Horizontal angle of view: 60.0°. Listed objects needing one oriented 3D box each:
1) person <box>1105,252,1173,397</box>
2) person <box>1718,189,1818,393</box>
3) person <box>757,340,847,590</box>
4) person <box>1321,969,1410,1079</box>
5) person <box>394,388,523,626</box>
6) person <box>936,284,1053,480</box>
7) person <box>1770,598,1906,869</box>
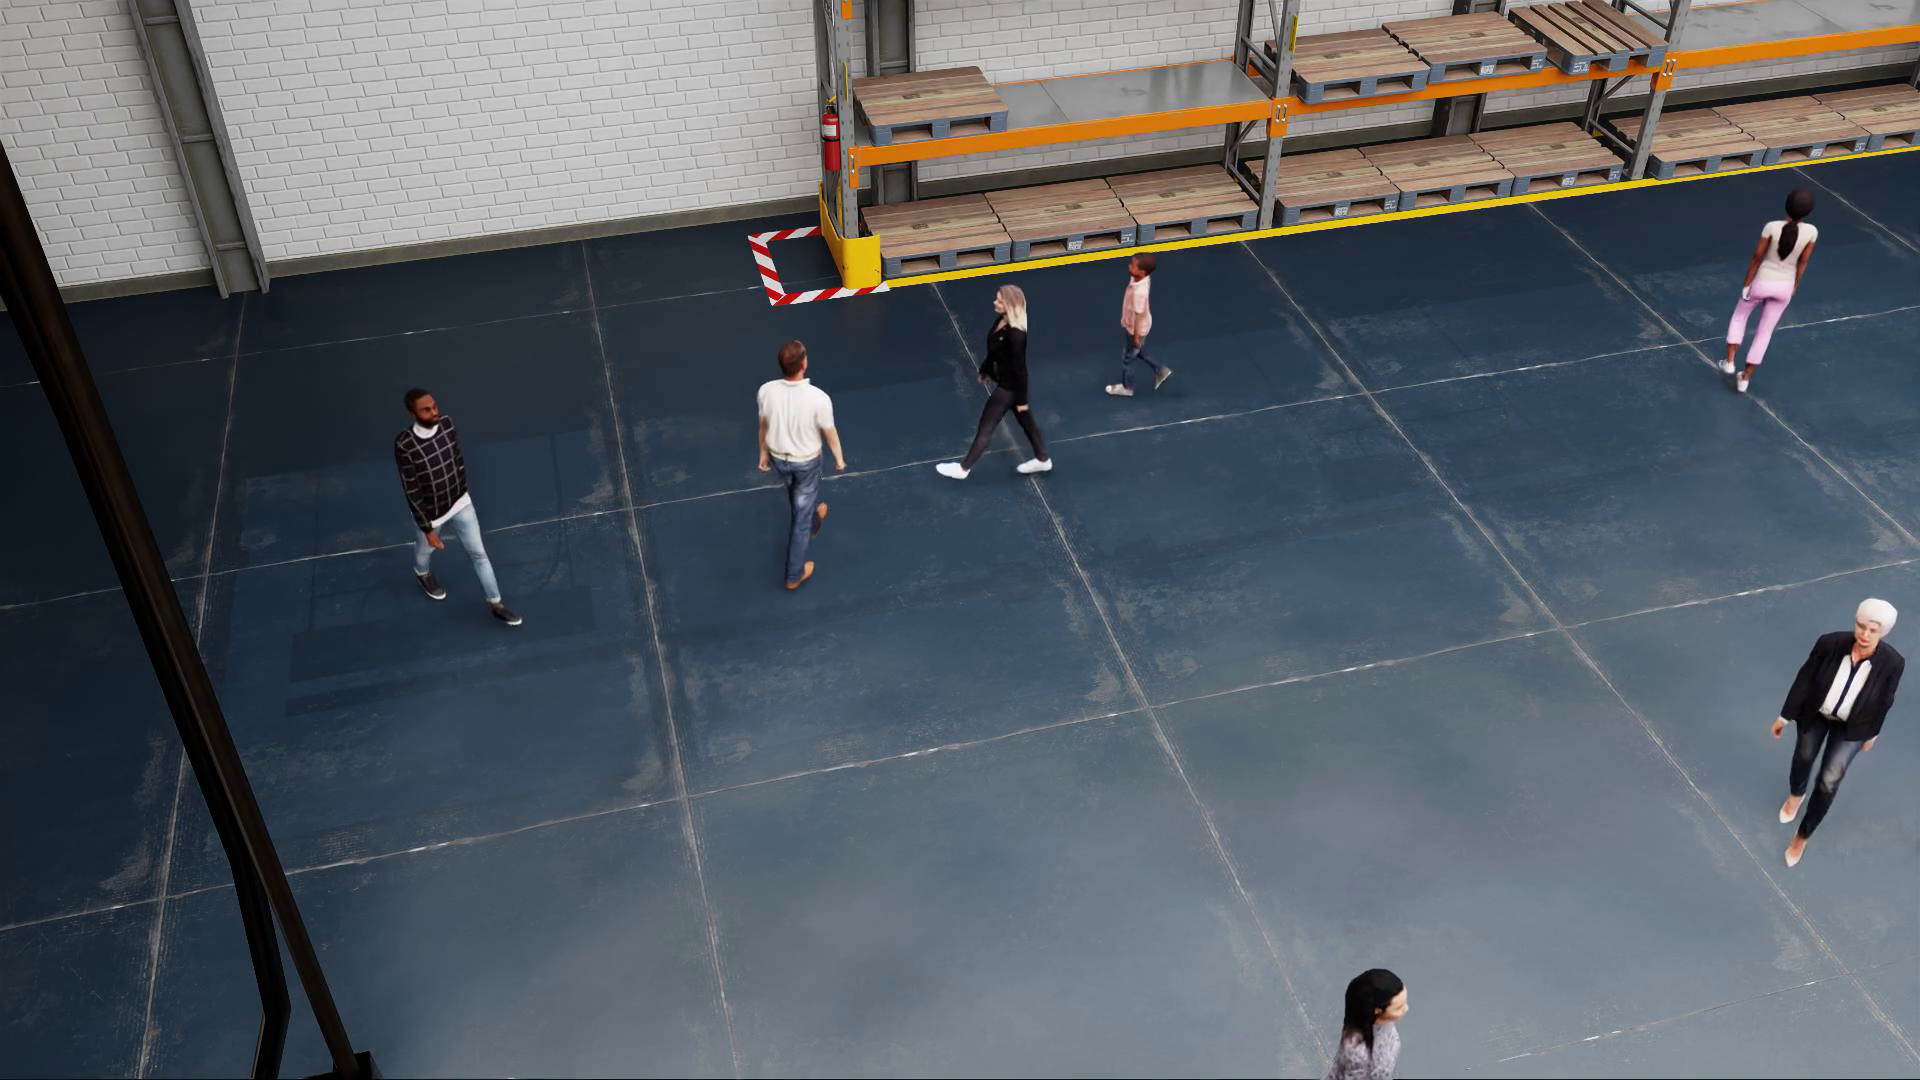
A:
[{"bbox_3d":[1.469,-1.703,13.207,0.831,1.296,0.693,7,39,8],"label":"person"},{"bbox_3d":[6.423,-1.945,13.166,0.720,1.725,0.778,12,40,15],"label":"person"},{"bbox_3d":[-1.144,-0.458,11.224,1.141,1.827,1.131,14,41,16],"label":"person"},{"bbox_3d":[1.693,2.529,7.586,1.173,1.698,1.099,19,42,22],"label":"person"},{"bbox_3d":[-3.511,-0.250,11.003,1.160,1.777,1.241,29,47,31],"label":"person"},{"bbox_3d":[0.460,-1.129,12.212,1.168,1.642,0.745,-4,39,-5],"label":"person"},{"bbox_3d":[5.029,1.020,9.479,0.971,1.767,0.977,31,48,33],"label":"person"}]
